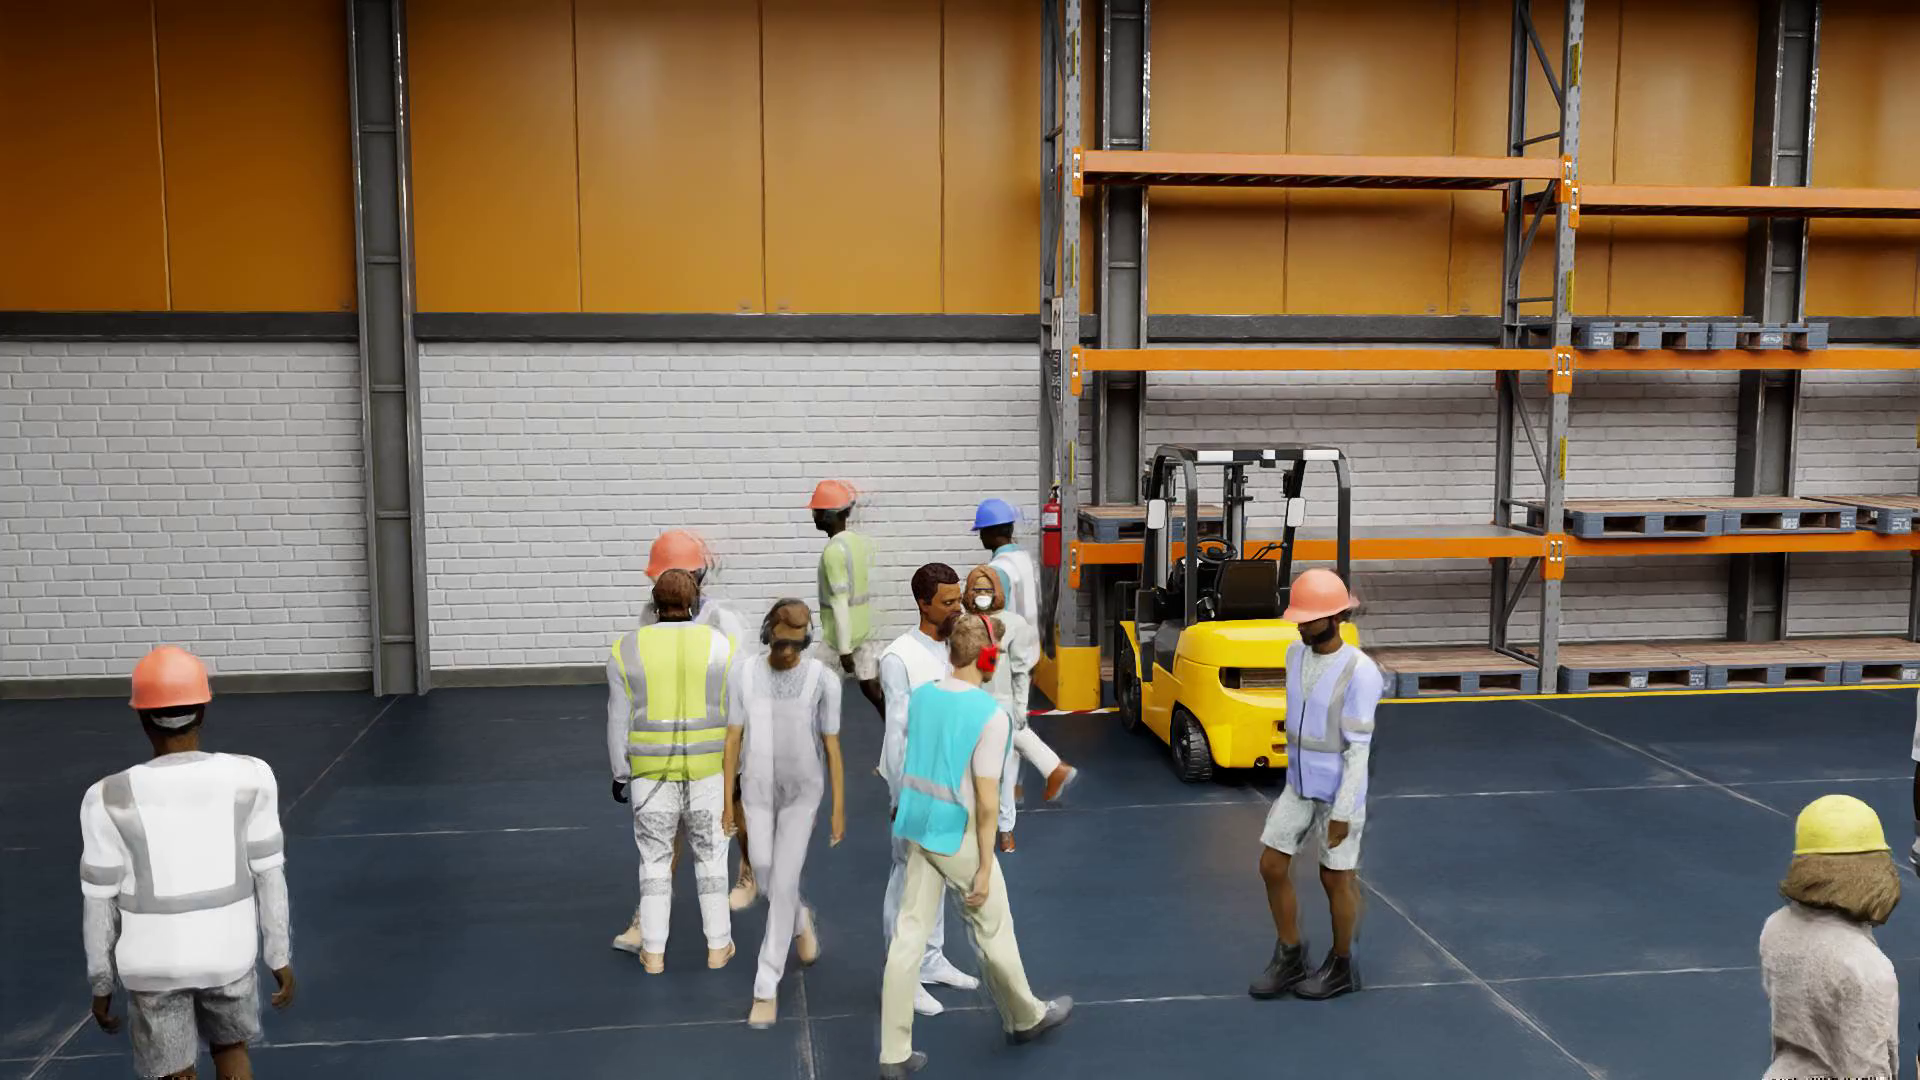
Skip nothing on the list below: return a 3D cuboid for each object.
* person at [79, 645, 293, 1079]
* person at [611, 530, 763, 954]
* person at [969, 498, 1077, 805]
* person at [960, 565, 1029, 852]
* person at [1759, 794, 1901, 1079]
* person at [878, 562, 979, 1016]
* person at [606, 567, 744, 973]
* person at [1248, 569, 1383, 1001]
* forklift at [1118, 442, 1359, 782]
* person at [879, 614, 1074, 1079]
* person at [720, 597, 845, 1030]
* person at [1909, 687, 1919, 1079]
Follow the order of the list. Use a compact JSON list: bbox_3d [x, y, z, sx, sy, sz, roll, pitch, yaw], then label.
[{"bbox_3d":[-2.377,1.279,5.120,0.572,1.923,0.402,-4,8,-34],"label":"person"},{"bbox_3d":[-1.278,0.926,8.021,0.620,1.981,1.119,3,7,25],"label":"person"},{"bbox_3d":[0.370,0.704,10.166,0.662,1.924,0.630,2,7,16],"label":"person"},{"bbox_3d":[0.136,0.946,9.354,0.505,1.627,0.278,0,7,4],"label":"person"},{"bbox_3d":[2.145,1.497,4.148,0.553,1.706,0.514,-1,7,-10],"label":"person"},{"bbox_3d":[-0.140,1.044,7.206,0.398,1.920,0.590,4,8,31],"label":"person"},{"bbox_3d":[-1.280,1.040,7.576,0.634,1.841,0.429,-1,7,-10],"label":"person"},{"bbox_3d":[1.498,1.065,7.061,0.642,1.904,0.567,-4,8,-32],"label":"person"},{"bbox_3d":[1.912,0.418,11.496,1.214,2.155,2.313,-1,7,-8],"label":"forklift"},{"bbox_3d":[0.028,1.181,6.553,0.968,1.782,0.604,-6,9,-43],"label":"person"},{"bbox_3d":[-0.755,1.109,7.217,0.538,1.800,0.871,1,7,11],"label":"person"},{"bbox_3d":[3.944,1.120,6.334,0.602,1.966,0.368,1,7,9],"label":"person"}]
